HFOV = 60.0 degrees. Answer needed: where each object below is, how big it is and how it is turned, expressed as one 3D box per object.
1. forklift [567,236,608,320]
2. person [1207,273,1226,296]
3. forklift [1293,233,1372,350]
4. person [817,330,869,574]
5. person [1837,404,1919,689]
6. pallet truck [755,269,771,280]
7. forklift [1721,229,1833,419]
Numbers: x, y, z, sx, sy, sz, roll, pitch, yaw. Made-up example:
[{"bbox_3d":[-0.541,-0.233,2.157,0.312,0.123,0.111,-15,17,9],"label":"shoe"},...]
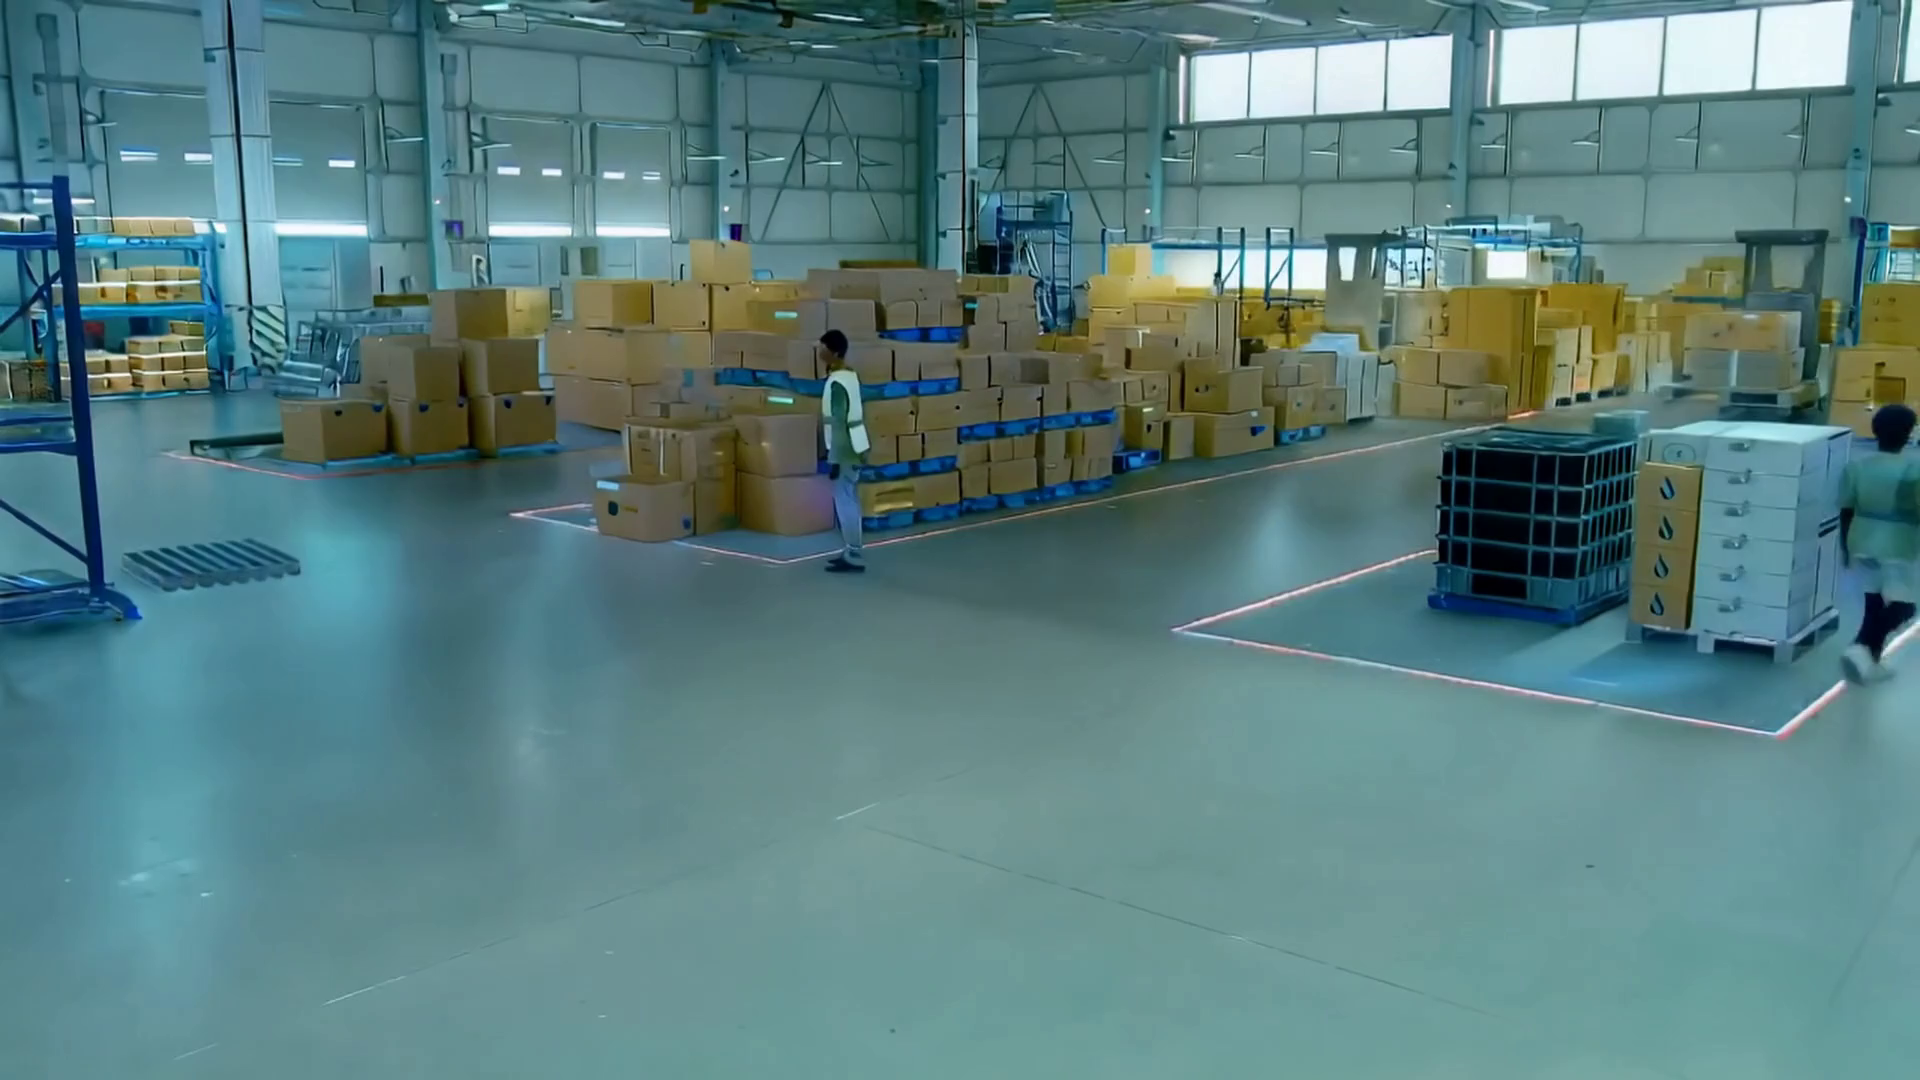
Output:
[{"bbox_3d":[-8.560,-5.636,38.480,1.873,2.768,1.129,8,13,40],"label":"forklift"},{"bbox_3d":[6.868,-6.240,44.766,0.561,1.878,1.021,6,12,33],"label":"person"},{"bbox_3d":[7.468,-4.541,32.247,1.873,2.768,1.129,-7,12,-34],"label":"forklift"},{"bbox_3d":[-0.920,-0.691,13.102,0.396,1.910,0.589,0,10,-1],"label":"person"},{"bbox_3d":[5.270,0.051,9.541,0.690,1.668,0.545,-5,11,-28],"label":"person"},{"bbox_3d":[-4.996,-6.432,45.525,1.885,1.965,0.823,-6,12,-32],"label":"pallet truck"},{"bbox_3d":[12.551,-3.322,25.307,1.129,2.768,1.873,8,13,39],"label":"forklift"}]
